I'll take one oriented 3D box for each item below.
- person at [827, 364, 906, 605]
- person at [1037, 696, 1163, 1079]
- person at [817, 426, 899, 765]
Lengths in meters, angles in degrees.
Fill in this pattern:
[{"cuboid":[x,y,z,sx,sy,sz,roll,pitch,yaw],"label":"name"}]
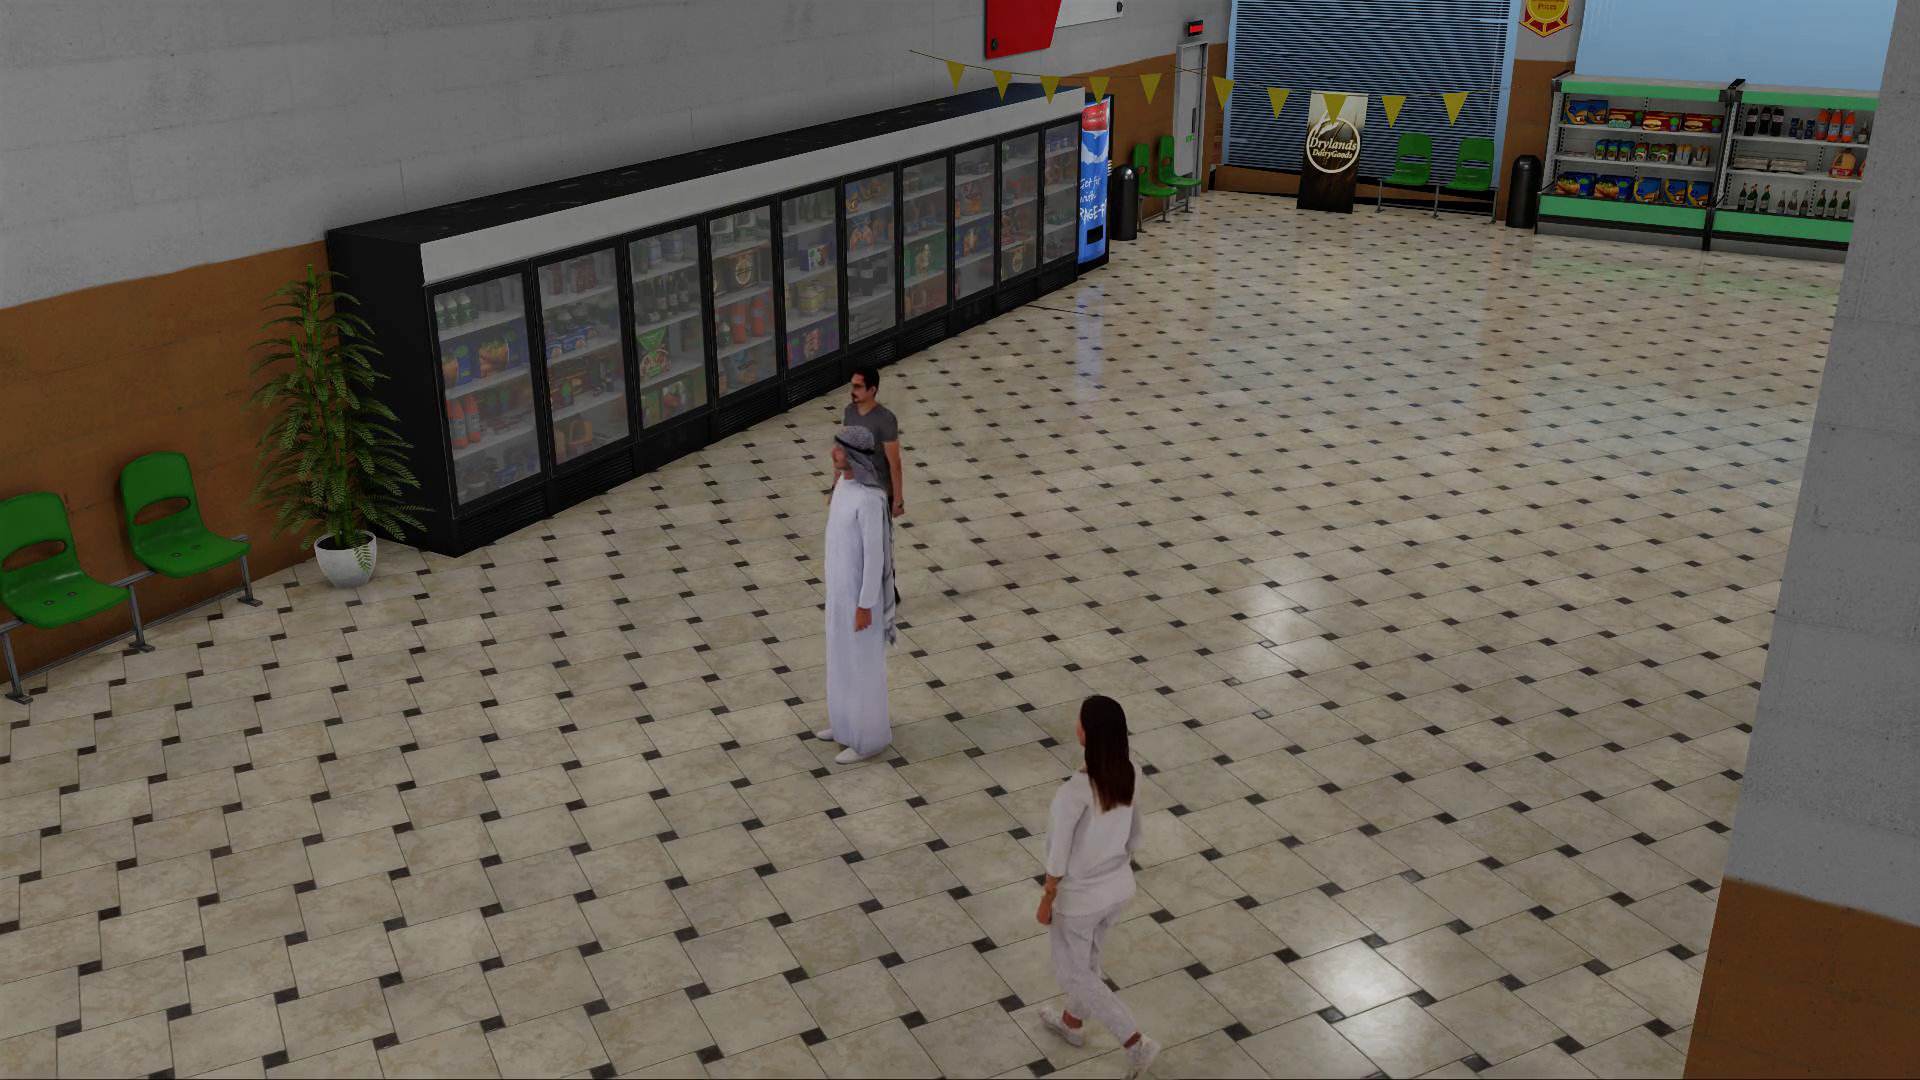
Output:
[{"cuboid":[-0.518,-0.317,10.883,0.857,1.731,0.941,-17,27,-36],"label":"person"},{"cuboid":[0.566,1.422,6.635,0.997,1.672,0.742,20,30,41],"label":"person"},{"cuboid":[-0.569,0.283,9.129,0.861,1.926,0.778,-9,24,-22],"label":"person"}]
